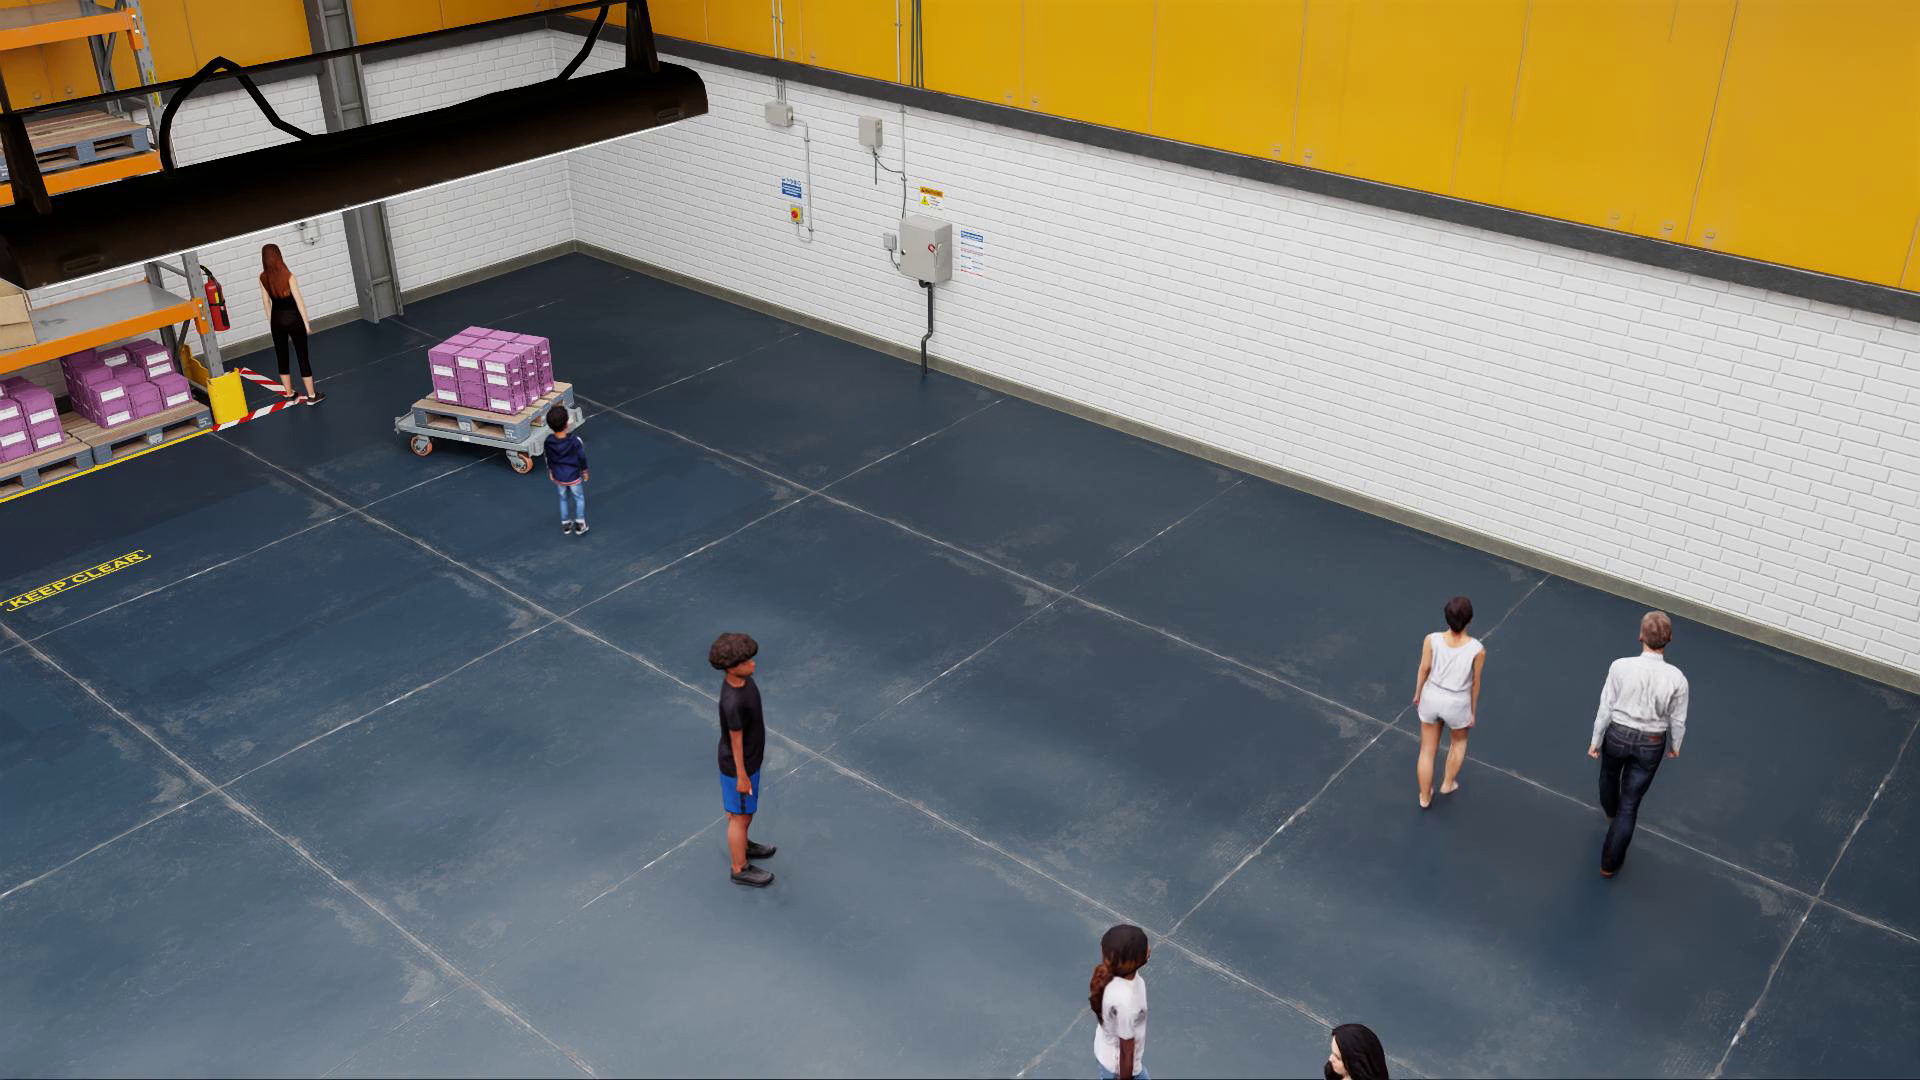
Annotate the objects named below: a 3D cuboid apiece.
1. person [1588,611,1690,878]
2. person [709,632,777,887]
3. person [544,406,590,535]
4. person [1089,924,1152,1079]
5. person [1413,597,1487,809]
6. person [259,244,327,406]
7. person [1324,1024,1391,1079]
[{"bbox_3d":[4.265,1.338,10.573,0.854,1.775,1.173,14,32,24],"label":"person"},{"bbox_3d":[-1.391,1.363,10.505,0.757,1.796,0.686,-1,29,-2],"label":"person"},{"bbox_3d":[-3.480,-0.612,14.724,0.605,1.222,0.638,2,29,4],"label":"person"},{"bbox_3d":[0.723,2.610,8.323,1.065,1.696,0.989,-3,29,-6],"label":"person"},{"bbox_3d":[3.237,1.132,11.135,0.660,1.598,0.690,12,31,21],"label":"person"},{"bbox_3d":[-6.947,-2.224,17.154,0.649,1.726,0.682,2,29,3],"label":"person"},{"bbox_3d":[1.903,2.944,7.700,1.244,1.706,0.946,-13,31,-22],"label":"person"}]
